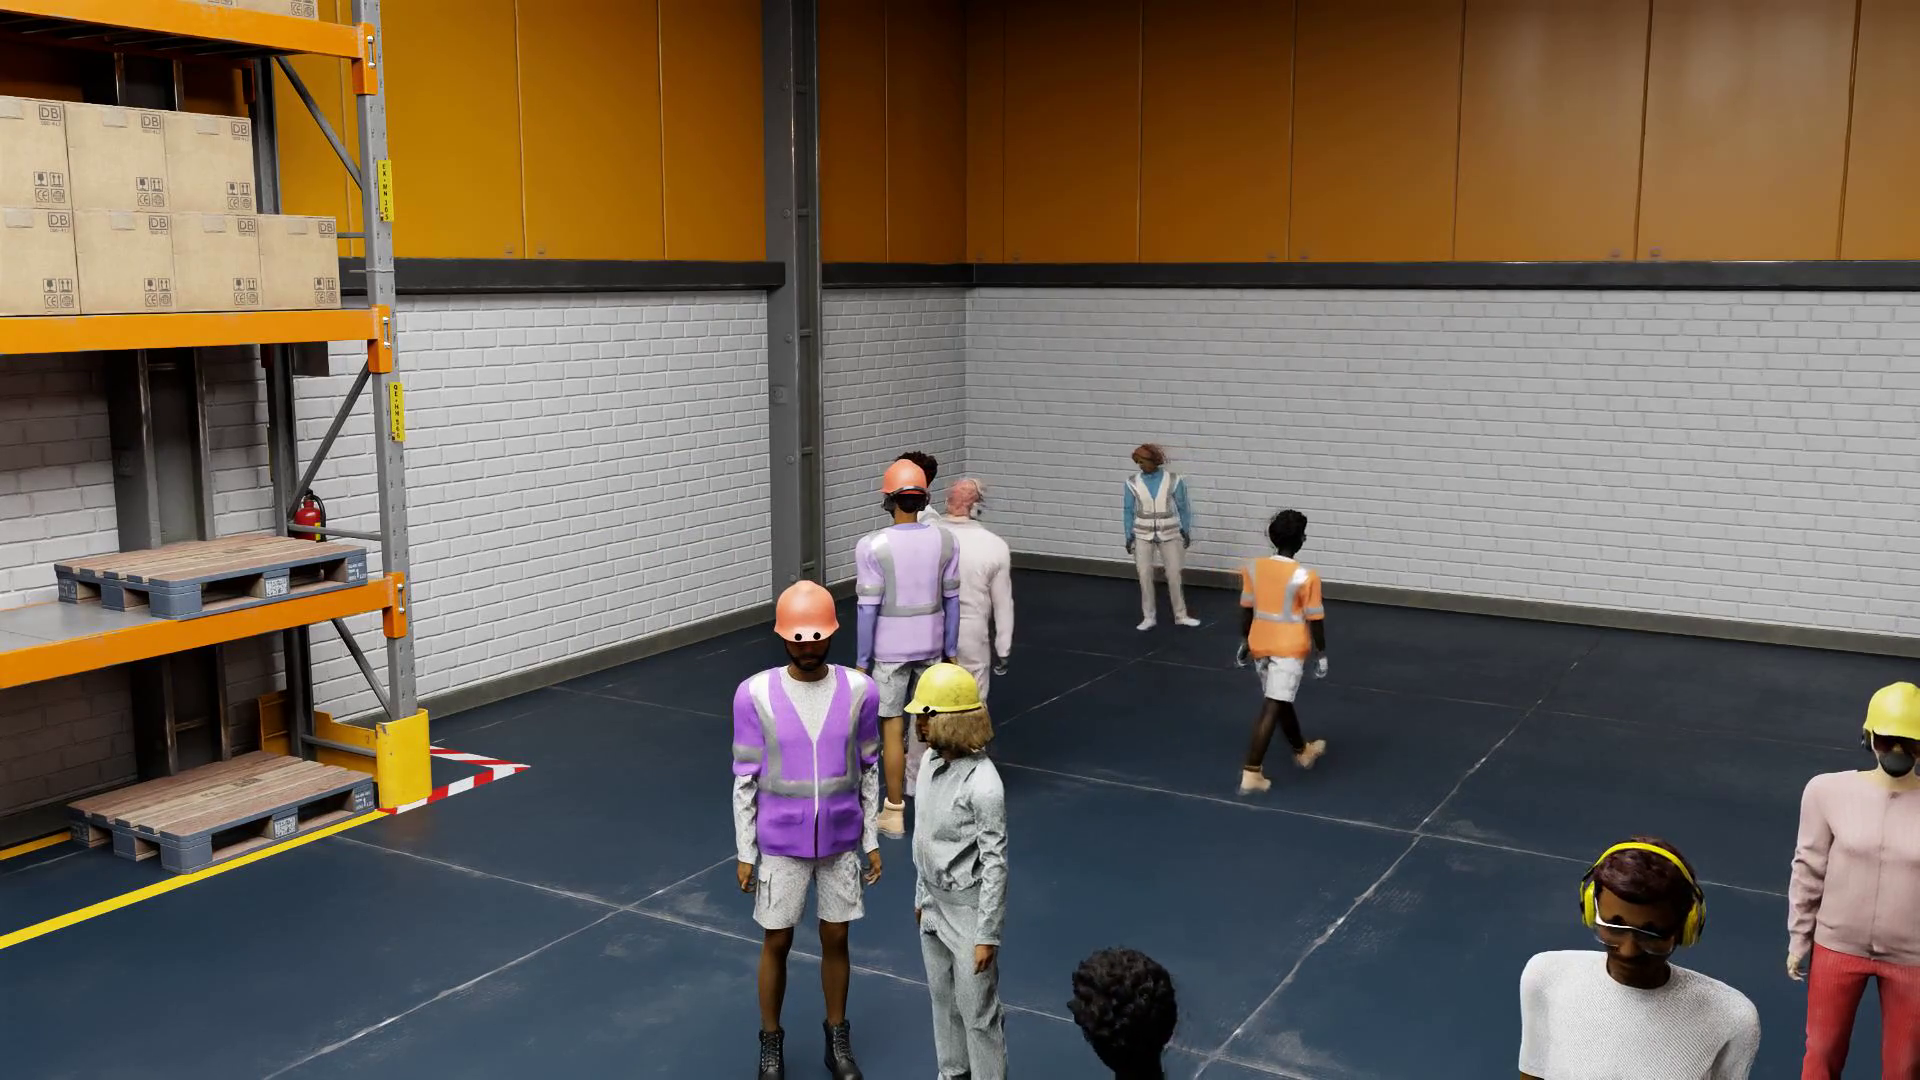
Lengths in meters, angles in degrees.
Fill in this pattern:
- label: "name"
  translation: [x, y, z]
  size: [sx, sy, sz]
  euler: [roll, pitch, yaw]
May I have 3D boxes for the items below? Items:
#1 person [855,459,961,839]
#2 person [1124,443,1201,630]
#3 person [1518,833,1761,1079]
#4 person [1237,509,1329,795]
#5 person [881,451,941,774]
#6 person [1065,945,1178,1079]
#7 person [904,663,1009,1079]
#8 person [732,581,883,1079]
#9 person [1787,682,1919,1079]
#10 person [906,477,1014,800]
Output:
- label: "person"
  translation: [-0.298, 0.583, 8.976]
  size: [0.616, 2.041, 0.382]
  euler: [-5, 10, -27]
- label: "person"
  translation: [1.706, -0.019, 14.080]
  size: [0.644, 1.610, 0.396]
  euler: [1, 9, 8]
- label: "person"
  translation: [1.424, 1.533, 3.605]
  size: [0.517, 1.865, 0.328]
  euler: [5, 10, 26]
- label: "person"
  translation: [1.940, 0.640, 9.803]
  size: [0.884, 1.646, 0.550]
  euler: [-7, 11, -37]
- label: "person"
  translation: [-0.267, 0.432, 10.155]
  size: [0.368, 1.966, 0.603]
  euler: [-3, 9, -16]
- label: "person"
  translation: [0.390, 1.668, 3.369]
  size: [0.550, 1.658, 0.485]
  euler: [-1, 9, -5]
- label: "person"
  translation: [-0.025, 1.268, 5.633]
  size: [0.324, 1.743, 0.491]
  euler: [-5, 10, -28]
- label: "person"
  translation: [-0.547, 1.097, 6.095]
  size: [0.551, 1.935, 0.375]
  euler: [-2, 9, -15]
- label: "person"
  translation: [2.911, 1.312, 5.283]
  size: [0.525, 1.771, 0.305]
  euler: [5, 10, 29]
- label: "person"
  translation: [-0.028, 0.584, 9.488]
  size: [0.667, 1.891, 0.397]
  euler: [2, 9, 12]
